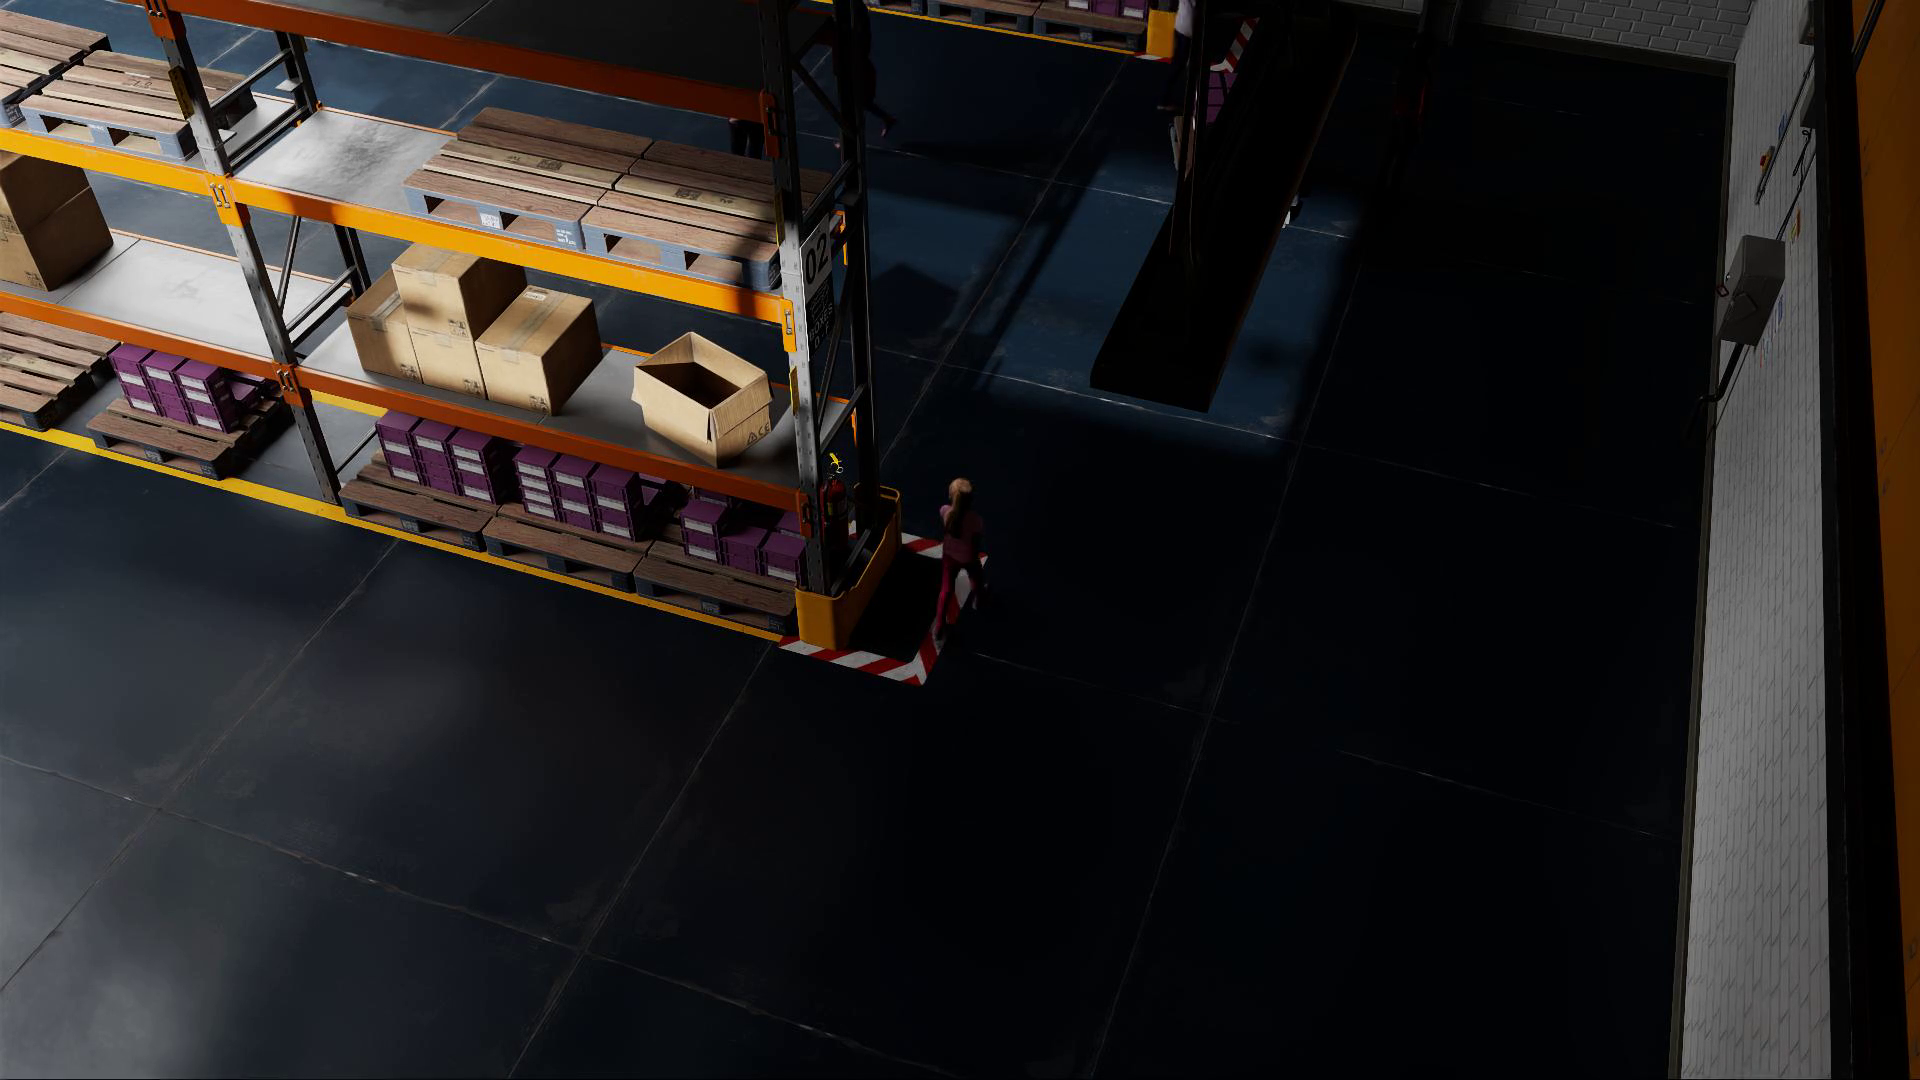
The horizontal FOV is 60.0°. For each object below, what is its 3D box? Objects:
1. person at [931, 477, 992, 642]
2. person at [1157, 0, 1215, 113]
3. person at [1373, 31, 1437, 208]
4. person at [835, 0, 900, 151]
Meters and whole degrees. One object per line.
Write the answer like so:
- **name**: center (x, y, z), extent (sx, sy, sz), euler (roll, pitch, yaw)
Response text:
- **person**: center (-0.033, 0.137, 11.134), extent (0.799, 1.250, 0.542), euler (16, 46, 16)
- **person**: center (2.147, -4.996, 16.106), extent (0.953, 1.825, 0.769), euler (8, 44, 8)
- **person**: center (3.998, -3.775, 14.952), extent (0.714, 1.650, 0.650), euler (-19, 47, -19)
- **person**: center (-0.881, -4.385, 15.672), extent (0.931, 1.539, 0.753), euler (-5, 44, -5)
